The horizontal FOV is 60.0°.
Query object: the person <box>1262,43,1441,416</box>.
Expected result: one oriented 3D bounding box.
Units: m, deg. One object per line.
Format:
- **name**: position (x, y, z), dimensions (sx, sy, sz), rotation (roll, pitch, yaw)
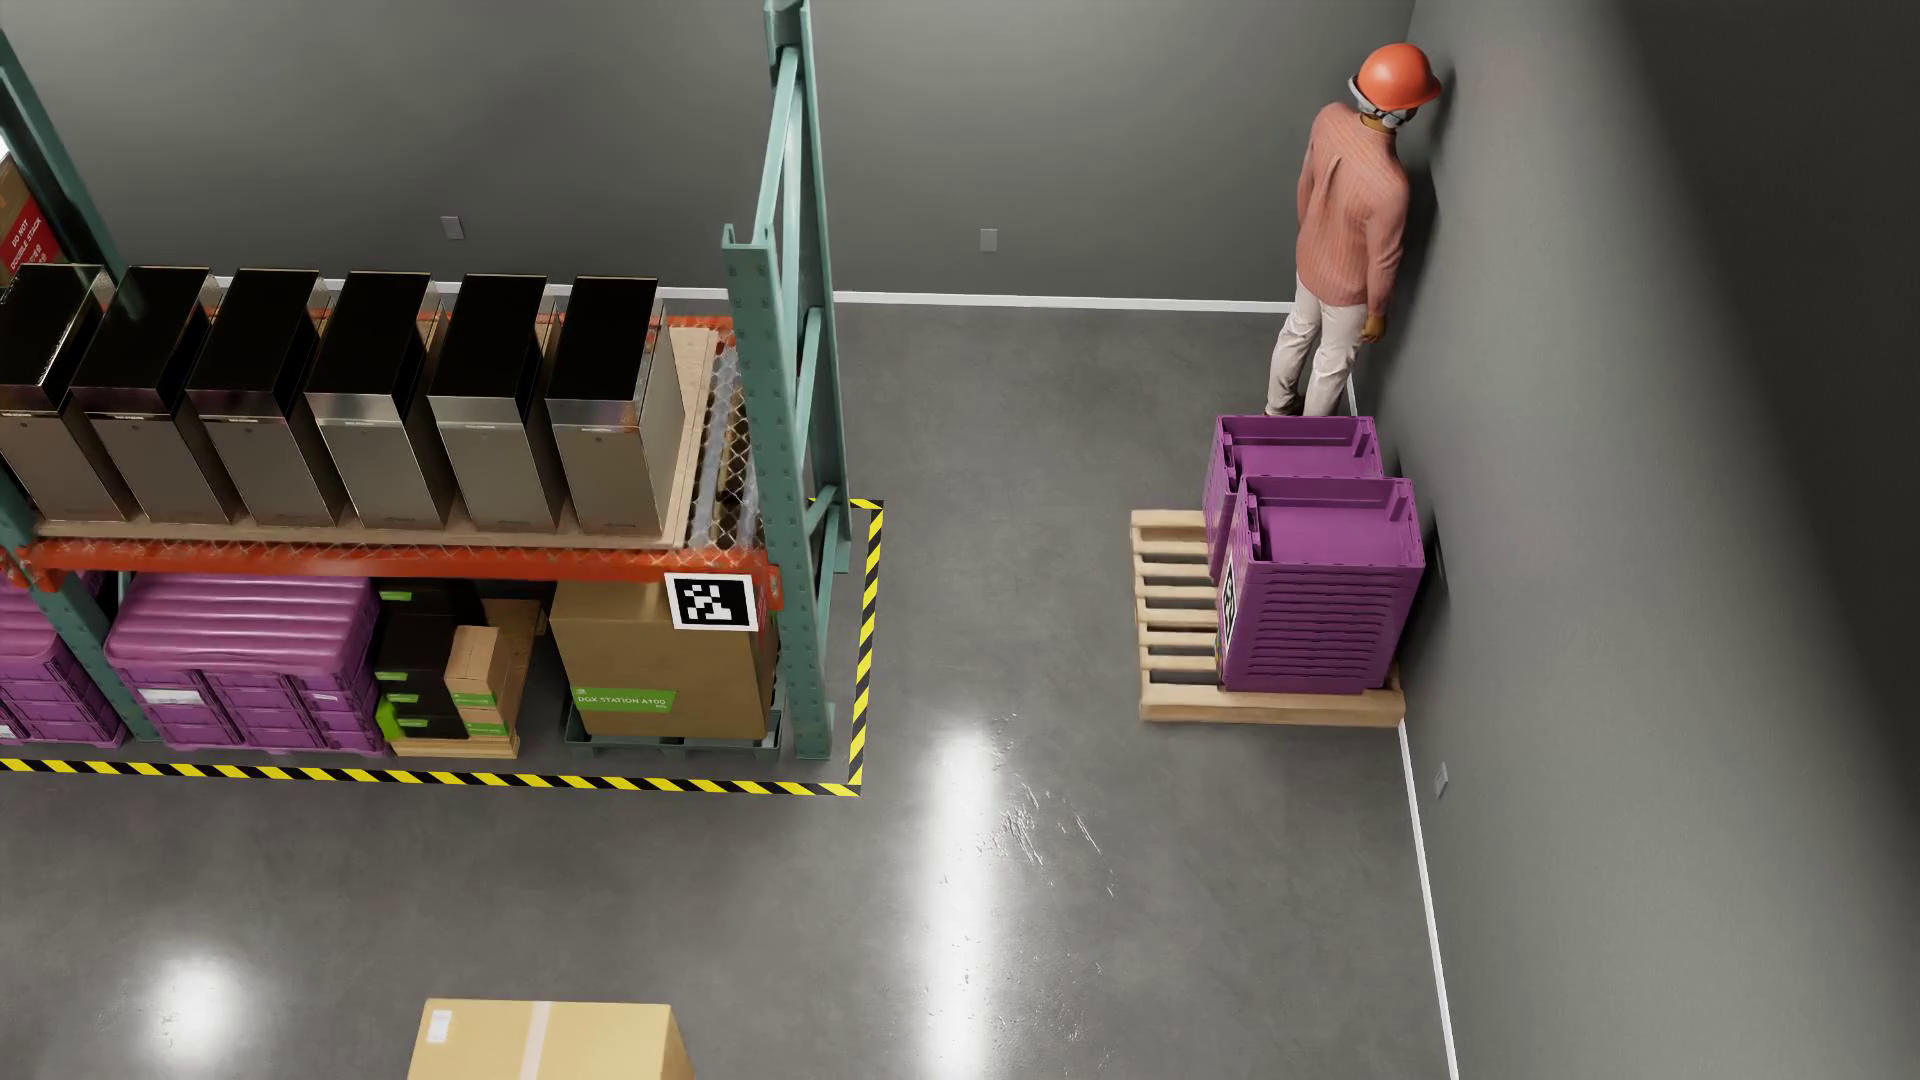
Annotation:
- **person**: position (1.507, -1.065, 6.495), dimensions (0.384, 1.996, 0.610), rotation (-16, 54, -12)
